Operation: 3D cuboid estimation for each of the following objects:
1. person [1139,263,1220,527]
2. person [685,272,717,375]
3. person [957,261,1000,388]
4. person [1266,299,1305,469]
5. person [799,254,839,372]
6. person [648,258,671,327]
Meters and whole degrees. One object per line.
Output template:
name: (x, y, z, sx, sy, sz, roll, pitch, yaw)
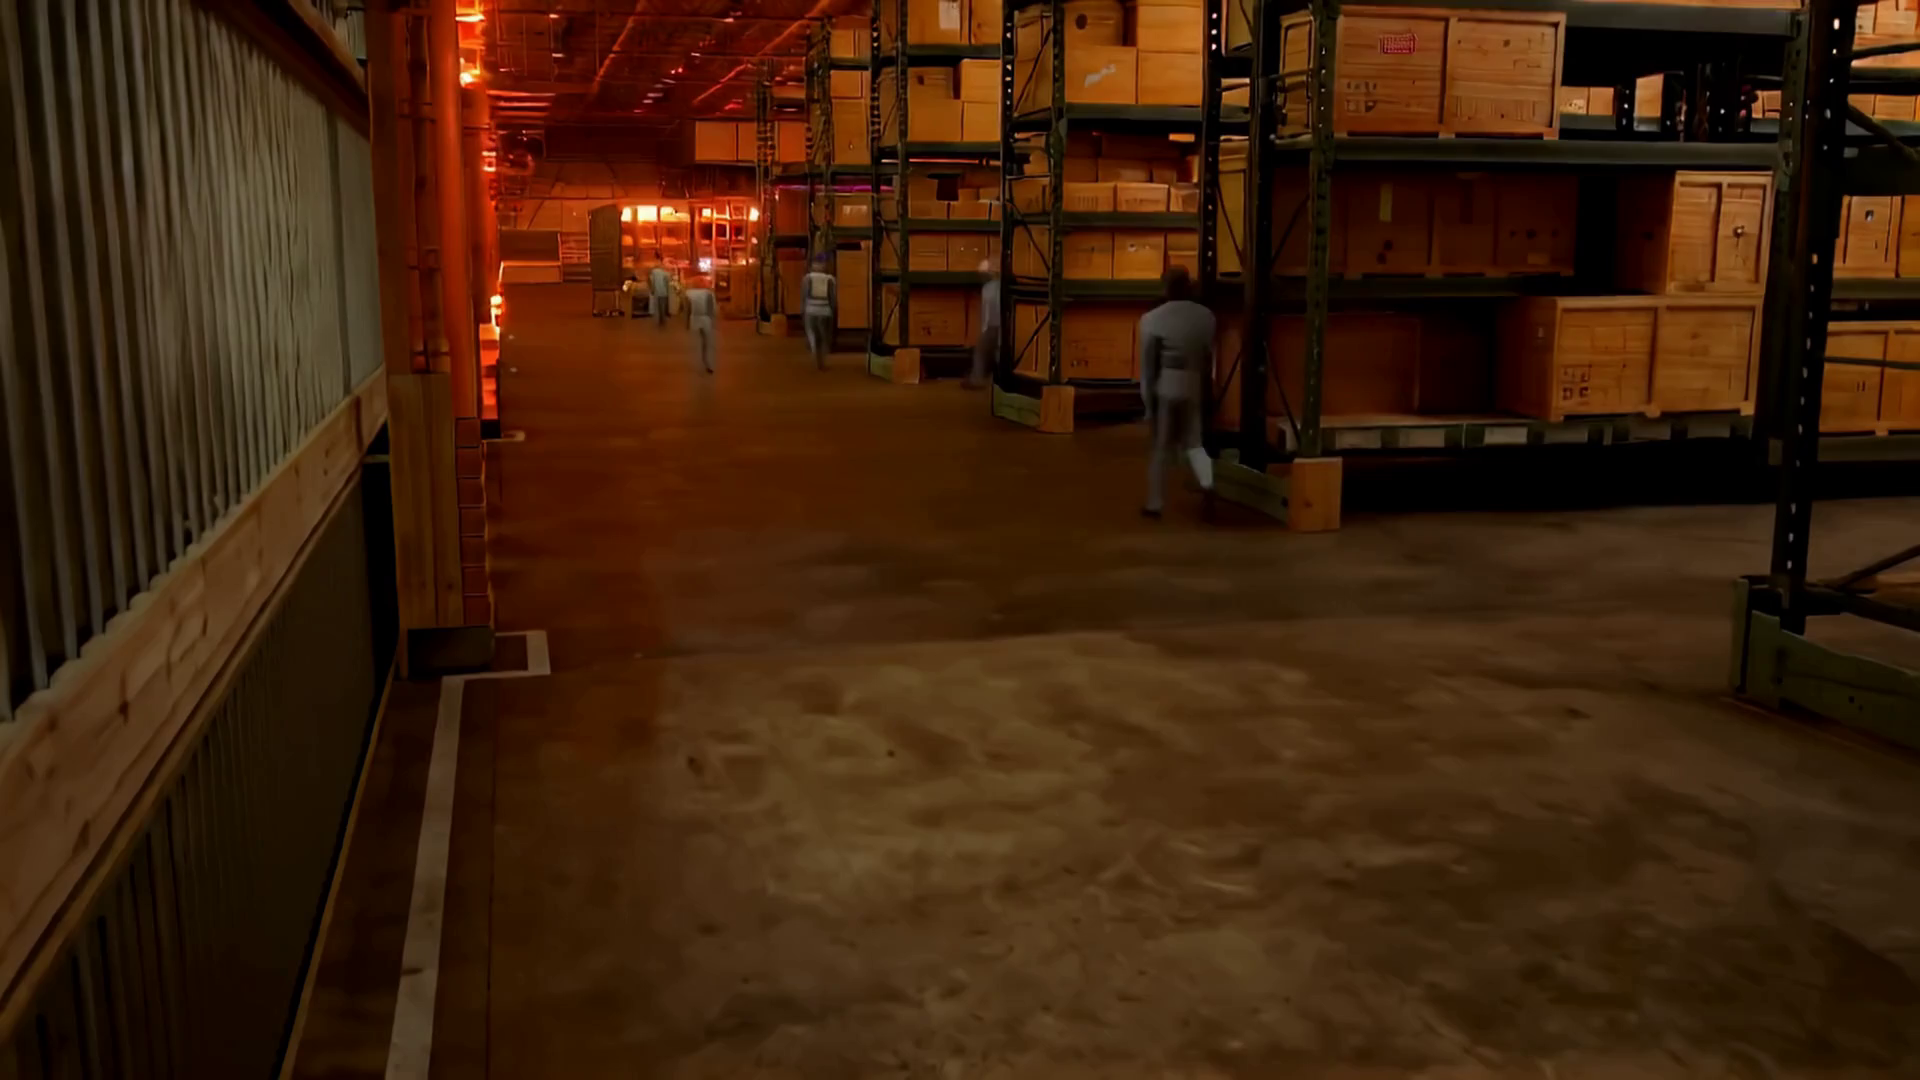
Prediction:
person: (1.588, -1.033, 11.996, 0.627, 1.916, 0.894, -3, 10, -15)
person: (-4.075, -3.397, 26.182, 0.518, 1.626, 0.387, 0, 10, 0)
person: (0.311, -3.048, 23.669, 0.807, 1.800, 0.627, -2, 10, -12)
person: (2.890, -1.490, 15.046, 0.592, 1.723, 0.507, -4, 11, -20)
person: (-2.298, -3.693, 27.074, 0.614, 1.897, 1.000, -3, 10, -16)
person: (-7.517, -6.176, 41.573, 0.572, 1.733, 0.514, 1, 10, 8)
